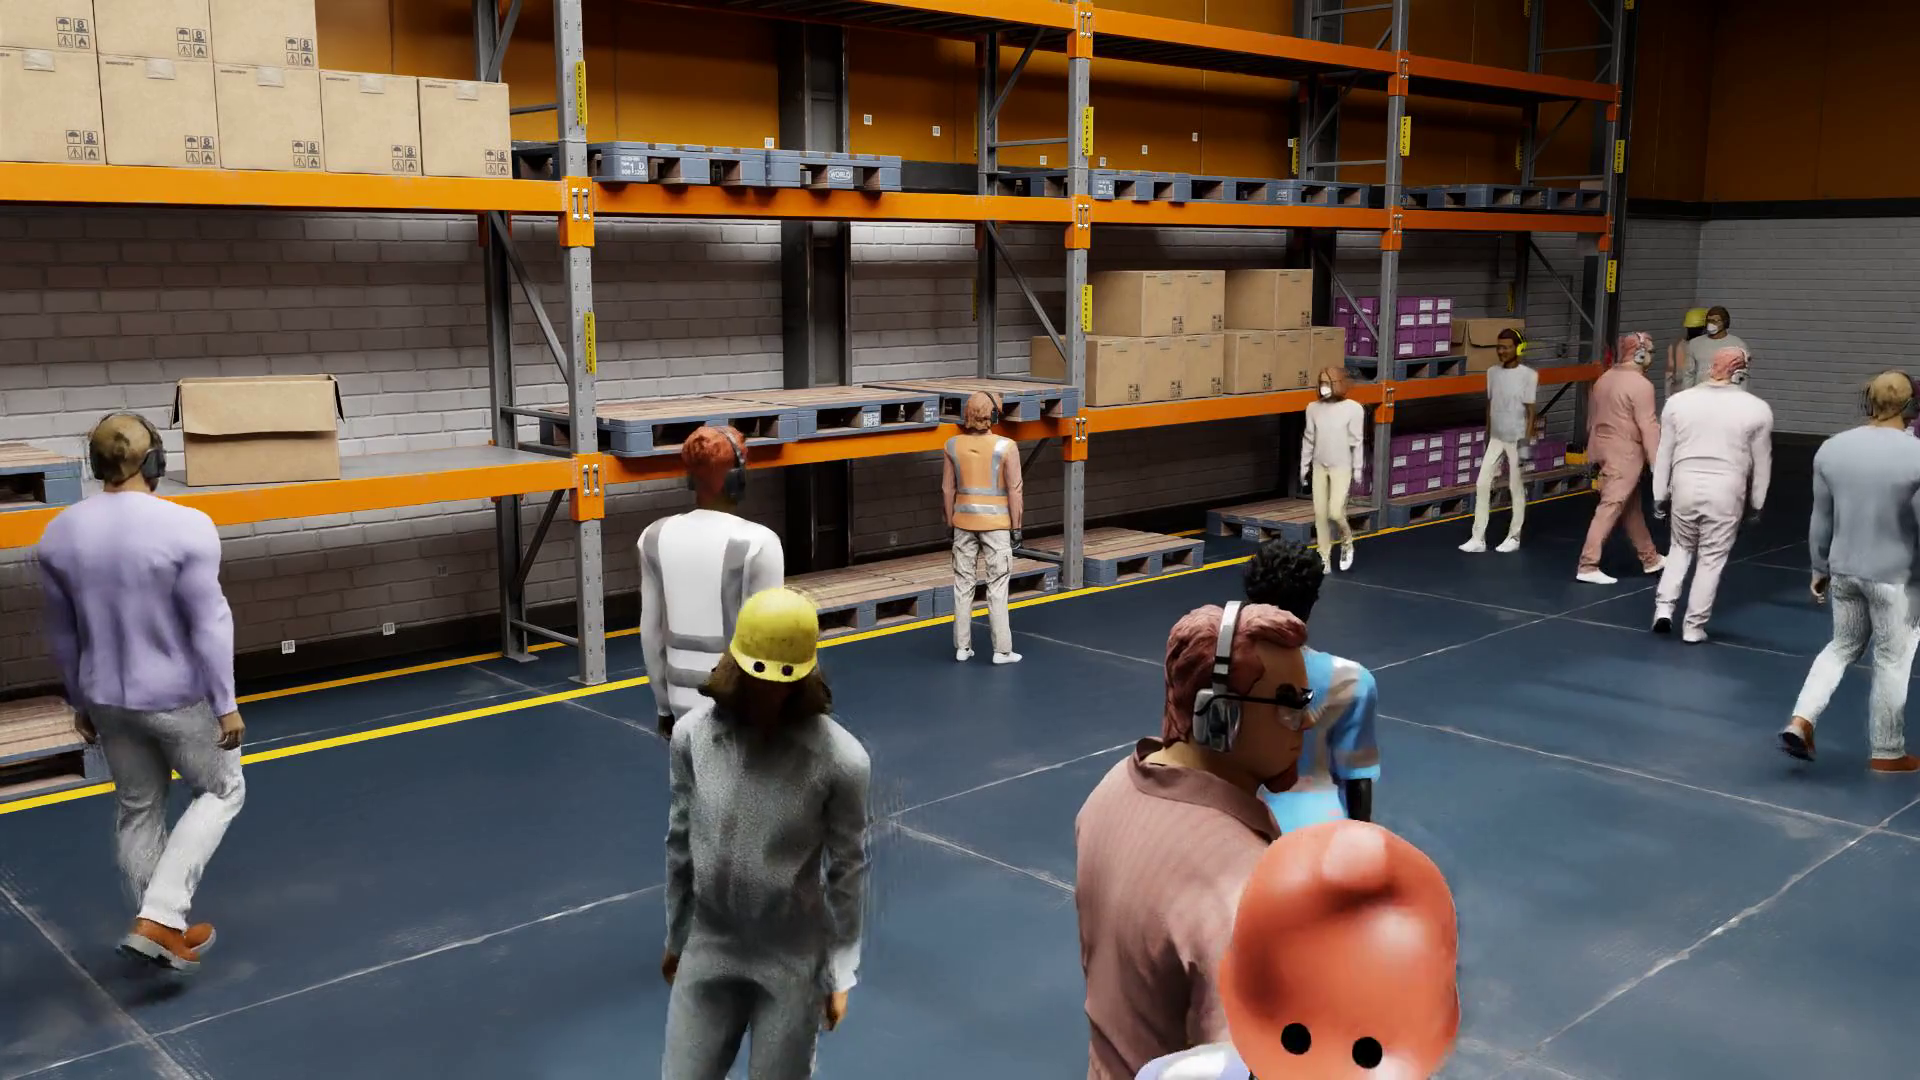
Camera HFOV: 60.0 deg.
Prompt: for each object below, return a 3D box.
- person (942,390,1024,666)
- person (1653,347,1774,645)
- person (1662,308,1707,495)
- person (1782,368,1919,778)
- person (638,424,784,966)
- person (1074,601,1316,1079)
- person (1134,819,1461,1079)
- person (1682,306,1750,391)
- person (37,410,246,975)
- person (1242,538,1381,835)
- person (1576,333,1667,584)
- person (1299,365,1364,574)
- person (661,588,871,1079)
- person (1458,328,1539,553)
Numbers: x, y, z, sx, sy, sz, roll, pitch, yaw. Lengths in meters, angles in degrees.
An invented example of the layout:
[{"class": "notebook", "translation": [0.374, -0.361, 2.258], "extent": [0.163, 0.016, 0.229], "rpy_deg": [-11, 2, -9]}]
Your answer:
[{"class": "person", "translation": [0.136, -0.066, 9.894], "extent": [0.514, 1.642, 0.311], "rpy_deg": [4, 11, 24]}, {"class": "person", "translation": [4.704, -0.267, 10.410], "extent": [0.667, 1.874, 0.421], "rpy_deg": [7, 12, 37]}, {"class": "person", "translation": [7.343, -1.376, 16.771], "extent": [0.609, 1.905, 0.623], "rpy_deg": [-9, 13, -42]}, {"class": "person", "translation": [4.226, 0.170, 7.672], "extent": [0.646, 1.926, 0.649], "rpy_deg": [-5, 11, -25]}, {"class": "person", "translation": [-0.790, 0.556, 5.544], "extent": [0.578, 1.883, 0.338], "rpy_deg": [5, 11, 28]}, {"class": "person", "translation": [0.407, 1.034, 2.688], "extent": [0.399, 1.905, 0.642], "rpy_deg": [-2, 10, -13]}, {"class": "person", "translation": [0.345, 1.200, 1.769], "extent": [0.958, 1.875, 0.542], "rpy_deg": [-9, 13, -43]}, {"class": "person", "translation": [7.483, -1.351, 16.547], "extent": [0.377, 1.940, 0.628], "rpy_deg": [-8, 13, -40]}, {"class": "person", "translation": [-2.706, 0.534, 5.530], "extent": [0.655, 1.928, 0.462], "rpy_deg": [2, 10, 9]}, {"class": "person", "translation": [0.869, 0.824, 4.557], "extent": [0.536, 1.680, 0.522], "rpy_deg": [3, 10, 15]}, {"class": "person", "translation": [5.036, -0.596, 12.353], "extent": [0.968, 1.859, 0.678], "rpy_deg": [-1, 10, -5]}, {"class": "person", "translation": [2.807, -0.519, 12.610], "extent": [0.366, 1.617, 0.519], "rpy_deg": [-9, 13, -44]}, {"class": "person", "translation": [-0.444, 0.932, 3.801], "extent": [0.512, 1.714, 0.427], "rpy_deg": [3, 10, 17]}, {"class": "person", "translation": [4.372, -0.784, 13.499], "extent": [0.796, 1.841, 0.562], "rpy_deg": [-8, 12, -38]}]
